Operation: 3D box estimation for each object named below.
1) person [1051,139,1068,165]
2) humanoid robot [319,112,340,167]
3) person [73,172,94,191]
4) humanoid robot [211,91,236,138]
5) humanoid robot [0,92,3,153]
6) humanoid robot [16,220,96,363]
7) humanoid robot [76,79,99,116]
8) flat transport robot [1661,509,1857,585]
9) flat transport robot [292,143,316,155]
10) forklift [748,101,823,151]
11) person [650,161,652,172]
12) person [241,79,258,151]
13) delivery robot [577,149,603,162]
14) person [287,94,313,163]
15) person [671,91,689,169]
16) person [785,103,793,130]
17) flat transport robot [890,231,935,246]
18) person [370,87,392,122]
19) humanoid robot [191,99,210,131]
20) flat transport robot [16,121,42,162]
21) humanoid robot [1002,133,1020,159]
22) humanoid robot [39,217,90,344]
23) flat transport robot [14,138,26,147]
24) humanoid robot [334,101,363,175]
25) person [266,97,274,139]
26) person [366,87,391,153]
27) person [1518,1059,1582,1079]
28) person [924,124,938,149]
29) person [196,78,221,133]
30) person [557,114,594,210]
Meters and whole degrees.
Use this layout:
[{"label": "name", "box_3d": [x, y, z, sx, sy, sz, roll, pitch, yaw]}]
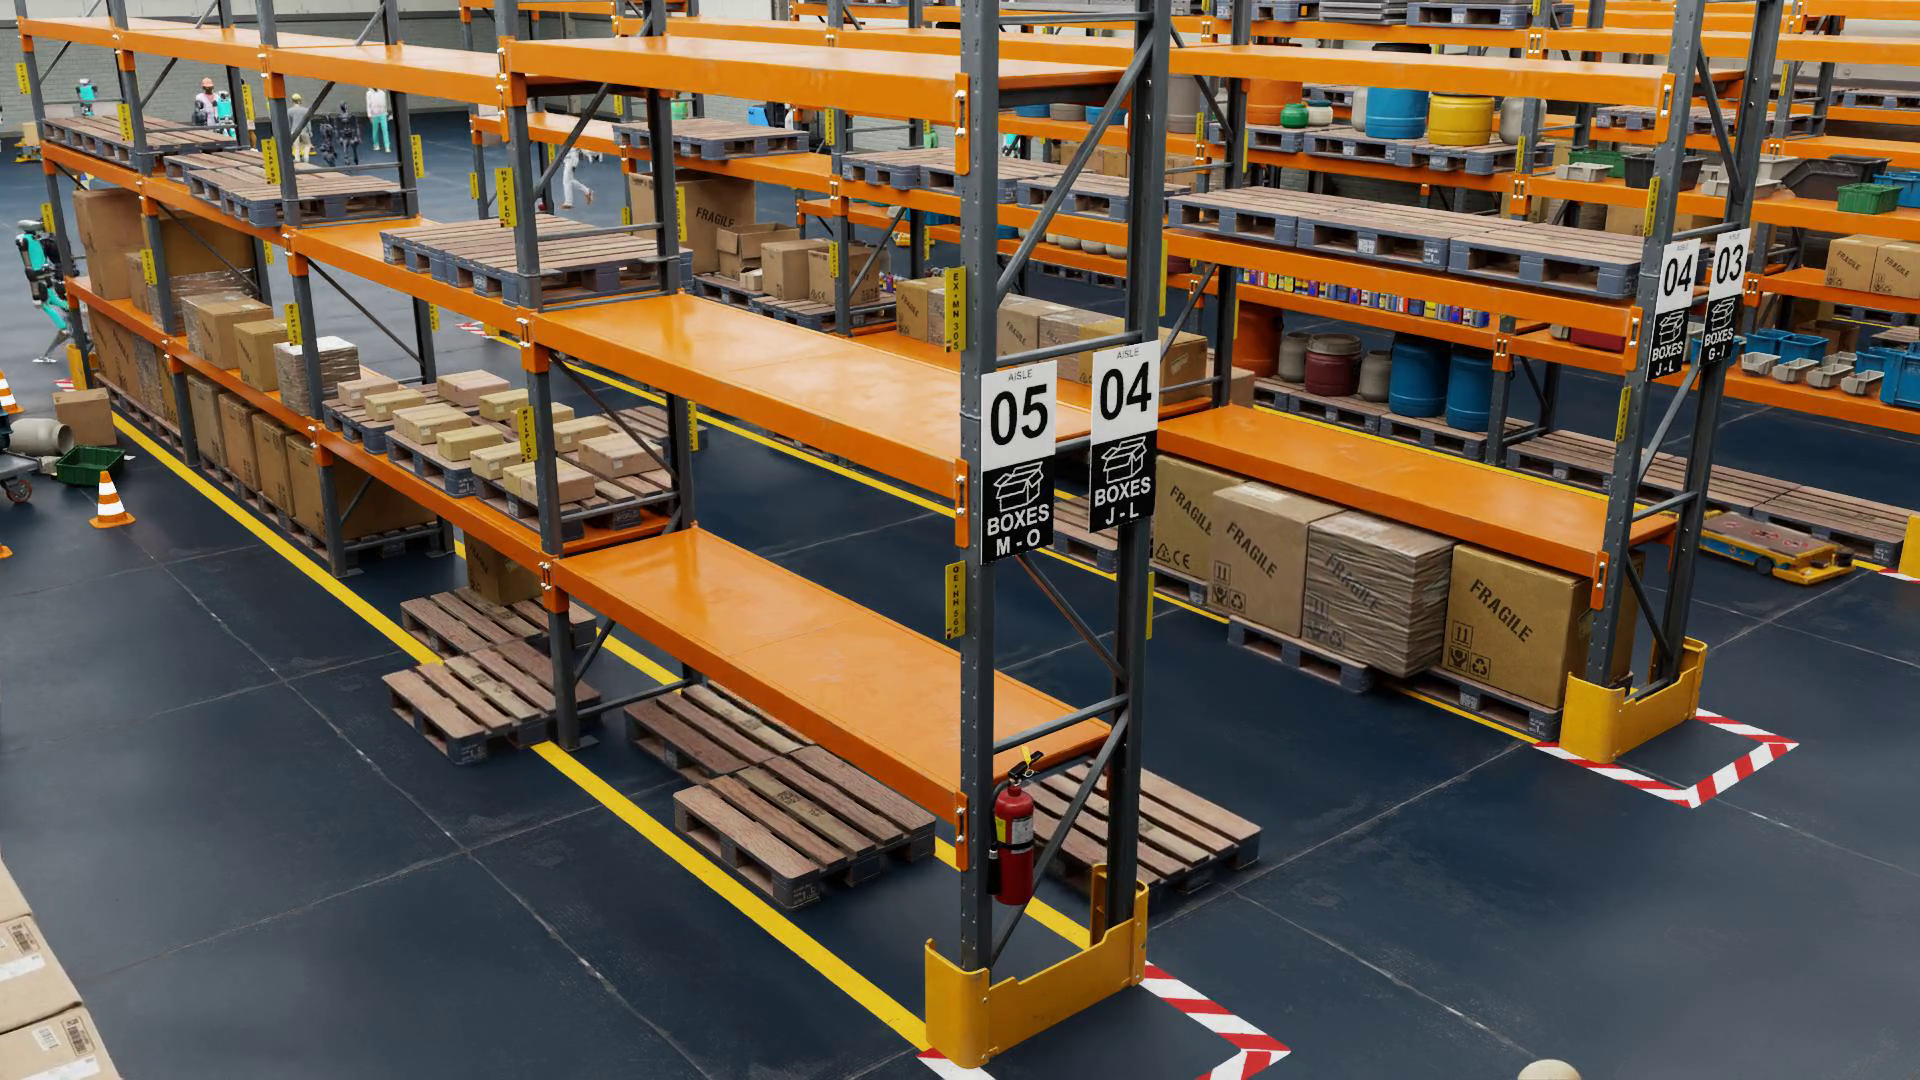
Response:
[{"label": "person", "box_3d": [1.829, -6.811, 31.132, 0.501, 1.724, 0.733, -10, 22, -26]}, {"label": "humanoid robot", "box_3d": [-13.465, -8.244, 35.284, 0.540, 1.636, 0.593, -3, 20, -9]}, {"label": "person", "box_3d": [-15.734, -6.431, 29.816, 0.398, 1.886, 0.508, -8, 21, -22]}, {"label": "humanoid robot", "box_3d": [-17.114, -9.611, 39.032, 0.681, 1.770, 0.531, 17, 26, 40]}, {"label": "humanoid robot", "box_3d": [-24.541, -10.649, 42.143, 0.568, 1.862, 0.761, -13, 23, -32]}, {"label": "humanoid robot", "box_3d": [-10.964, -3.042, 20.437, 0.921, 1.787, 0.569, -3, 20, -7]}, {"label": "humanoid robot", "box_3d": [-22.763, -11.237, 43.738, 0.530, 1.765, 0.886, -2, 19, -5]}, {"label": "flat transport robot", "box_3d": [6.599, 0.034, 13.840, 0.659, 0.231, 1.431, -11, 22, -29]}, {"label": "flat transport robot", "box_3d": [-16.746, -9.876, 42.043, 0.659, 0.231, 1.431, -10, 22, -27]}, {"label": "forklift", "box_3d": [-4.526, -11.368, 42.374, 1.129, 2.768, 1.873, -15, 24, -37]}, {"label": "person", "box_3d": [-5.062, -5.948, 28.308, 0.366, 1.962, 0.608, -9, 21, -24]}, {"label": "person", "box_3d": [-18.076, -10.737, 42.120, 0.793, 1.844, 0.407, 12, 23, 30]}, {"label": "delivery robot", "box_3d": [-9.020, -9.533, 40.608, 0.499, 0.577, 0.769, -12, 23, -31]}, {"label": "person", "box_3d": [-15.409, -9.523, 38.850, 0.578, 1.715, 0.621, -3, 20, -8]}, {"label": "person", "box_3d": [-6.616, -9.749, 39.129, 0.511, 1.962, 0.514, -6, 20, -18]}, {"label": "person", "box_3d": [-3.679, -8.753, 36.395, 0.352, 1.898, 0.562, -5, 20, -15]}, {"label": "flat transport robot", "box_3d": [-0.869, -5.378, 29.240, 0.659, 0.231, 1.431, -3, 20, -9]}, {"label": "person", "box_3d": [-17.462, -13.541, 50.131, 0.519, 1.823, 0.997, 16, 25, 39]}, {"label": "humanoid robot", "box_3d": [-17.565, -9.307, 38.337, 0.575, 1.644, 0.613, 4, 20, 11]}, {"label": "flat transport robot", "box_3d": [-22.224, -9.395, 40.675, 1.431, 0.231, 0.659, -5, 20, -14]}, {"label": "humanoid robot", "box_3d": [0.882, -7.482, 33.066, 0.569, 1.779, 0.881, 16, 25, 38]}, {"label": "humanoid robot", "box_3d": [-11.454, -3.329, 21.307, 0.414, 1.643, 0.600, 3, 20, 8]}, {"label": "flat transport robot", "box_3d": [-24.147, -10.527, 43.897, 0.659, 0.231, 1.431, 5, 20, 14]}, {"label": "humanoid robot", "box_3d": [-14.043, -9.244, 38.215, 0.610, 1.652, 0.763, -4, 20, -11]}, {"label": "person", "box_3d": [-18.528, -11.617, 44.839, 0.320, 1.695, 0.536, -8, 21, -22]}, {"label": "person", "box_3d": [-14.863, -10.849, 42.418, 0.526, 1.867, 0.972, -12, 23, -30]}, {"label": "person", "box_3d": [1.635, 2.340, 4.970, 0.378, 1.796, 0.603, -11, 22, -29]}, {"label": "person", "box_3d": [-0.611, -7.548, 33.212, 0.482, 1.735, 0.325, 17, 25, 39]}, {"label": "person", "box_3d": [-17.745, -9.918, 39.490, 0.605, 2.045, 0.375, -16, 25, -38]}, {"label": "person", "box_3d": [-7.619, -7.450, 32.747, 0.727, 1.857, 0.613, -10, 22, -27]}]
